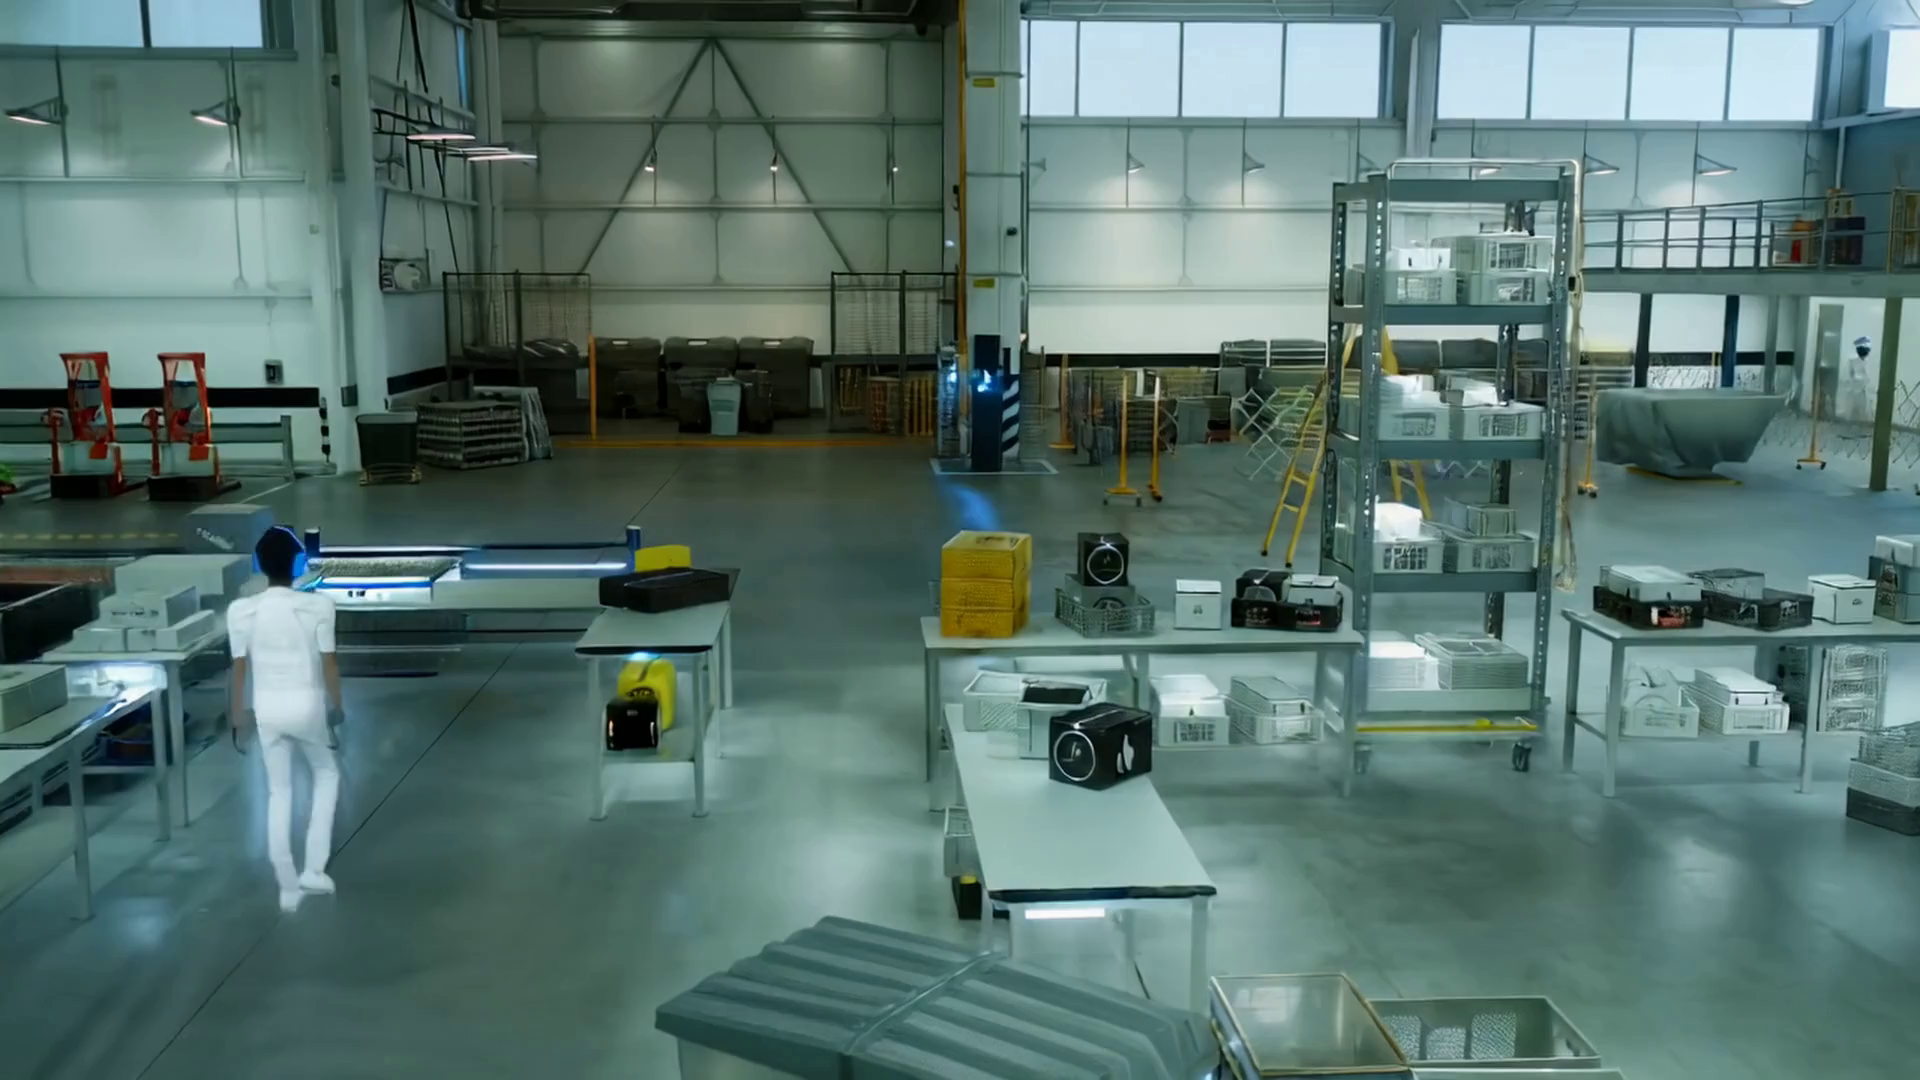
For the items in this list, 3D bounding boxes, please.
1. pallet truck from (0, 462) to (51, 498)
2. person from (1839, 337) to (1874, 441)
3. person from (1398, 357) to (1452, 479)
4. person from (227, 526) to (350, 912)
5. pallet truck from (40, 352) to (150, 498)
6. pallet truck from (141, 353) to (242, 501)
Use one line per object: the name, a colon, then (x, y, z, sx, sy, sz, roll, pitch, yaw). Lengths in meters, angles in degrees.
pallet truck: (-13.193, -1.293, 23.148, 0.653, 1.274, 1.630, -1, 9, -4)
person: (16.484, -2.733, 30.317, 0.758, 1.902, 0.600, 8, 12, 42)
person: (6.920, -1.804, 24.735, 0.967, 1.815, 0.646, -2, 9, -11)
person: (-3.207, 0.854, 7.948, 0.577, 1.849, 0.406, -1, 9, -8)
pallet truck: (-11.907, -1.642, 23.165, 0.823, 1.965, 1.885, 0, 9, 0)
pallet truck: (-10.520, -1.604, 22.925, 0.823, 1.965, 1.885, -1, 9, -6)
